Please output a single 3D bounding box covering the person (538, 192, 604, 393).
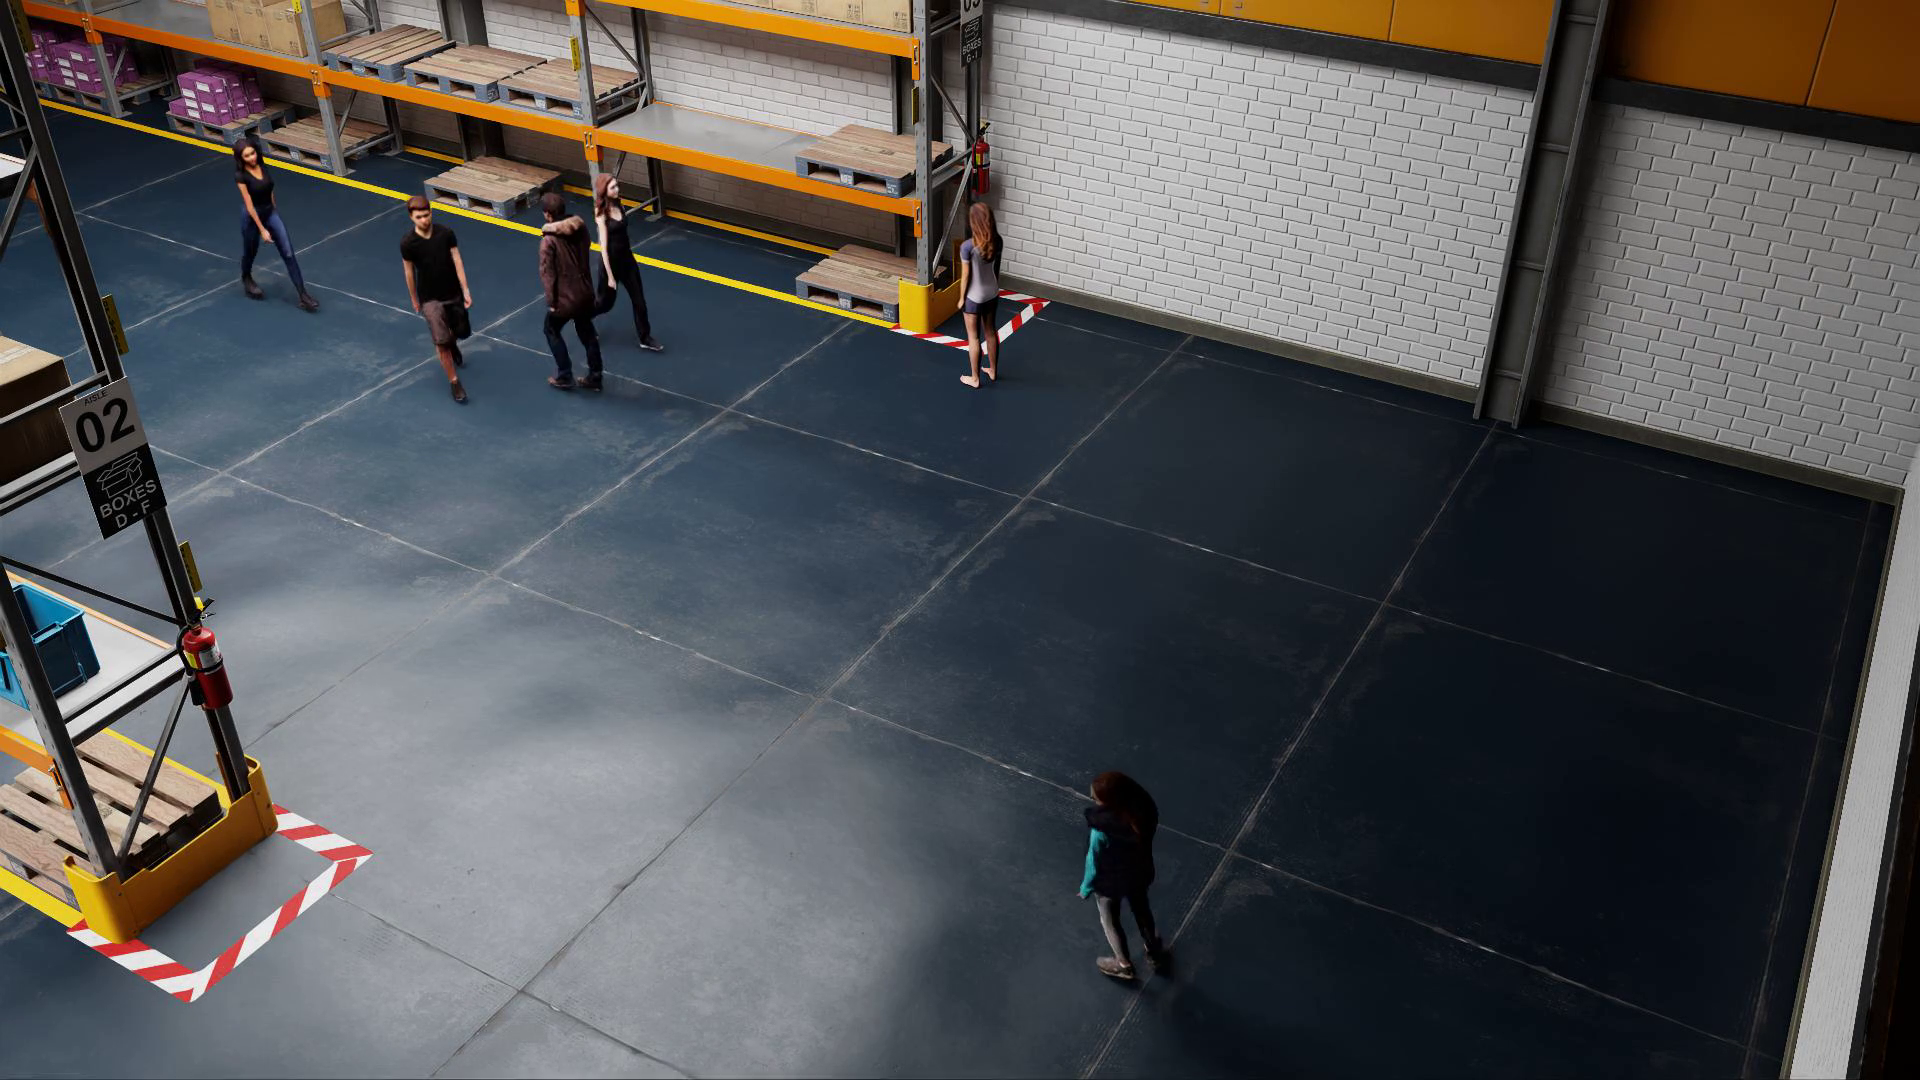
[{"bbox_3d":[-3.360,-2.130,14.617,0.745,1.821,0.776,21,39,28],"label":"person"}]

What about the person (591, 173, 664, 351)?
[{"bbox_3d":[-3.268,-2.561,15.365,1.145,1.711,0.651,15,37,22],"label":"person"}]

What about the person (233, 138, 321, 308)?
[{"bbox_3d":[-6.860,-3.062,16.146,1.235,1.680,0.541,17,37,23],"label":"person"}]

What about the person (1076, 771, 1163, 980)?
[{"bbox_3d":[0.911,1.816,8.996,0.814,1.470,0.771,-13,36,-18],"label":"person"}]

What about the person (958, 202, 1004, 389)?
[{"bbox_3d":[0.190,-2.180,14.770,0.665,1.734,0.659,-24,41,-32],"label":"person"}]

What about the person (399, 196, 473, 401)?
[{"bbox_3d":[-4.604,-2.198,14.699,0.973,1.842,1.168,-18,38,-25],"label":"person"}]
